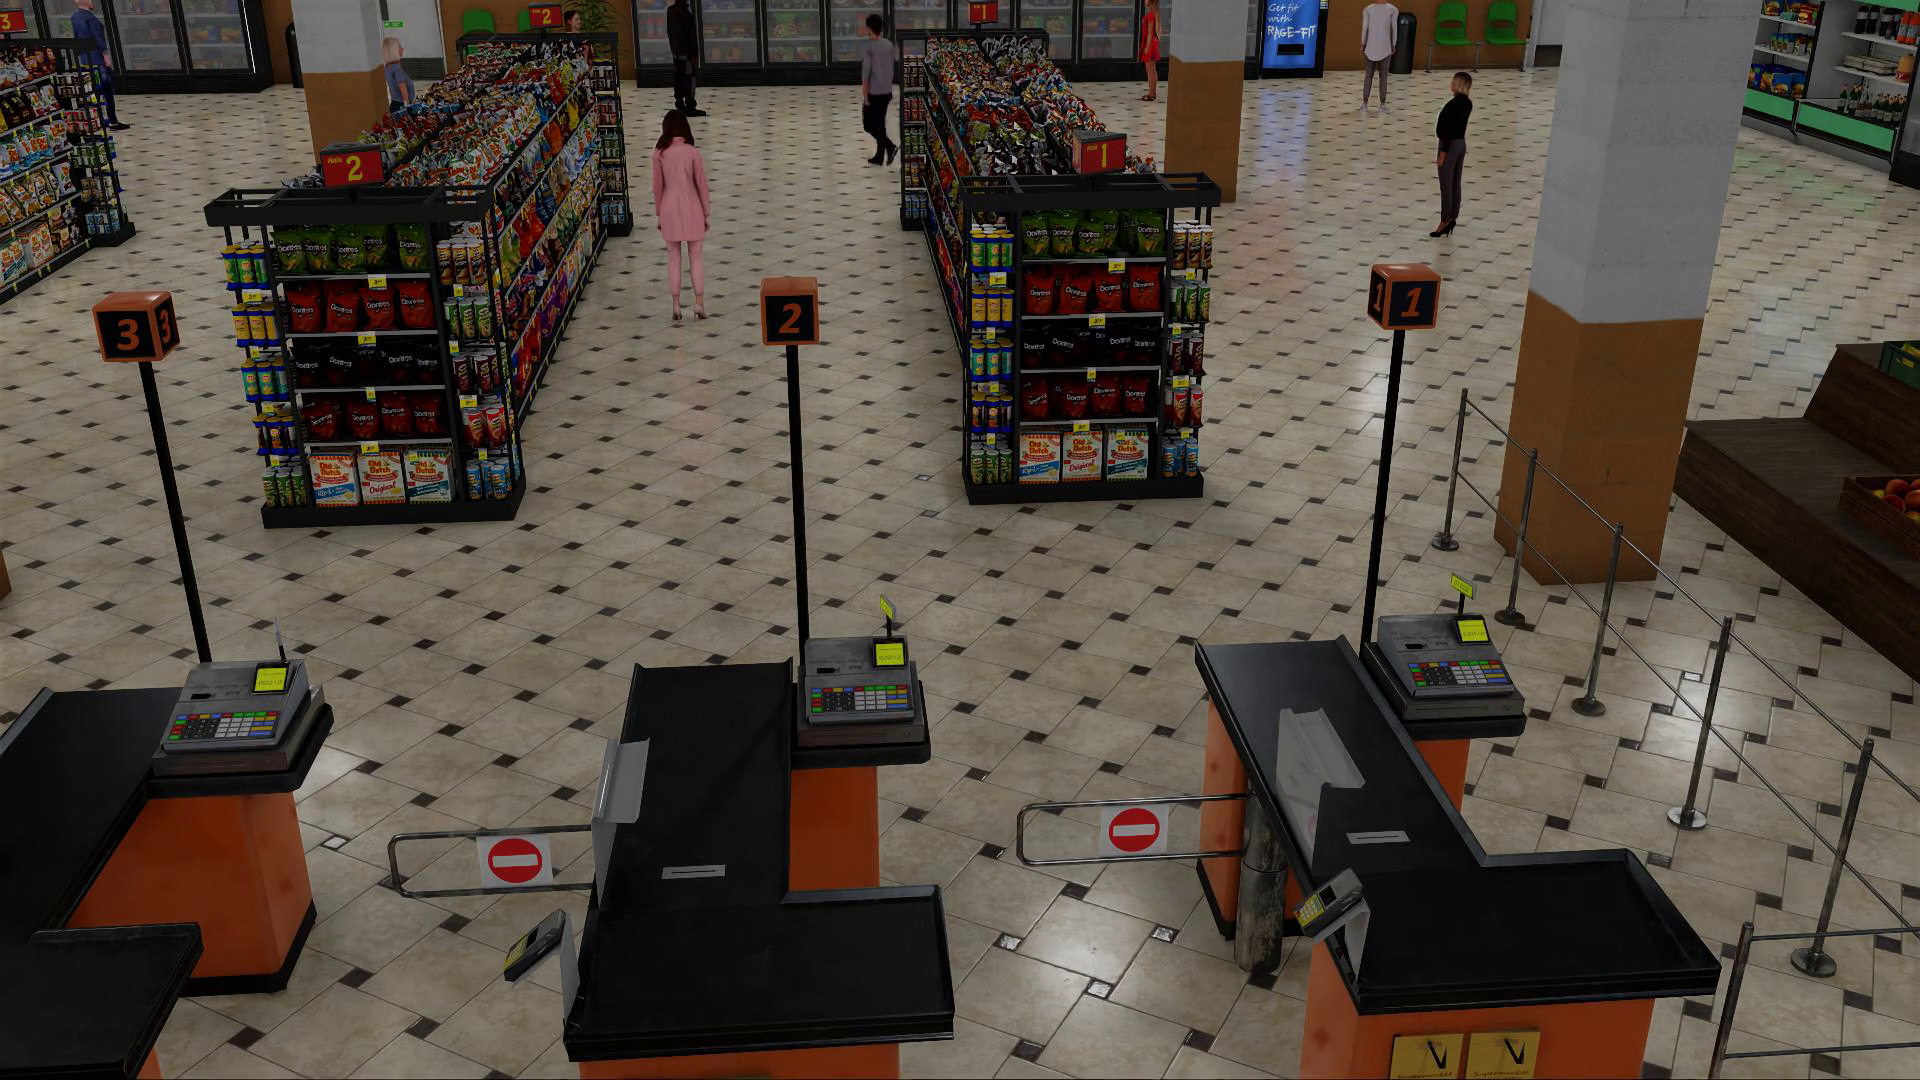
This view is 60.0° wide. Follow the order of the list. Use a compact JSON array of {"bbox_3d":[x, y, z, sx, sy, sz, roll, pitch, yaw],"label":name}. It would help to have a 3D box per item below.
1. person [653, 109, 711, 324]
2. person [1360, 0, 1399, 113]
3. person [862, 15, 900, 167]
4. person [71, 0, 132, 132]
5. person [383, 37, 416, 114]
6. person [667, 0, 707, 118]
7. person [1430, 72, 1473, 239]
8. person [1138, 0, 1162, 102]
[{"bbox_3d":[-2.378,-2.756,14.197,0.617,1.803,0.507,-1,24,-3],"label":"person"},{"bbox_3d":[6.135,-7.227,24.367,0.744,1.840,0.708,7,25,16],"label":"person"},{"bbox_3d":[-0.945,-5.448,20.324,0.979,1.822,1.068,-21,31,-39],"label":"person"},{"bbox_3d":[-11.902,-6.586,22.921,0.799,1.826,0.791,11,26,24],"label":"person"},{"bbox_3d":[-6.493,-4.959,19.332,0.724,1.723,0.616,-17,29,-33],"label":"person"},{"bbox_3d":[-4.007,-7.069,24.026,0.781,1.825,0.859,21,31,40],"label":"person"},{"bbox_3d":[5.077,-3.967,17.126,0.730,1.672,0.668,18,30,36],"label":"person"},{"bbox_3d":[2.913,-7.529,25.366,0.711,1.592,0.599,8,25,17],"label":"person"}]
